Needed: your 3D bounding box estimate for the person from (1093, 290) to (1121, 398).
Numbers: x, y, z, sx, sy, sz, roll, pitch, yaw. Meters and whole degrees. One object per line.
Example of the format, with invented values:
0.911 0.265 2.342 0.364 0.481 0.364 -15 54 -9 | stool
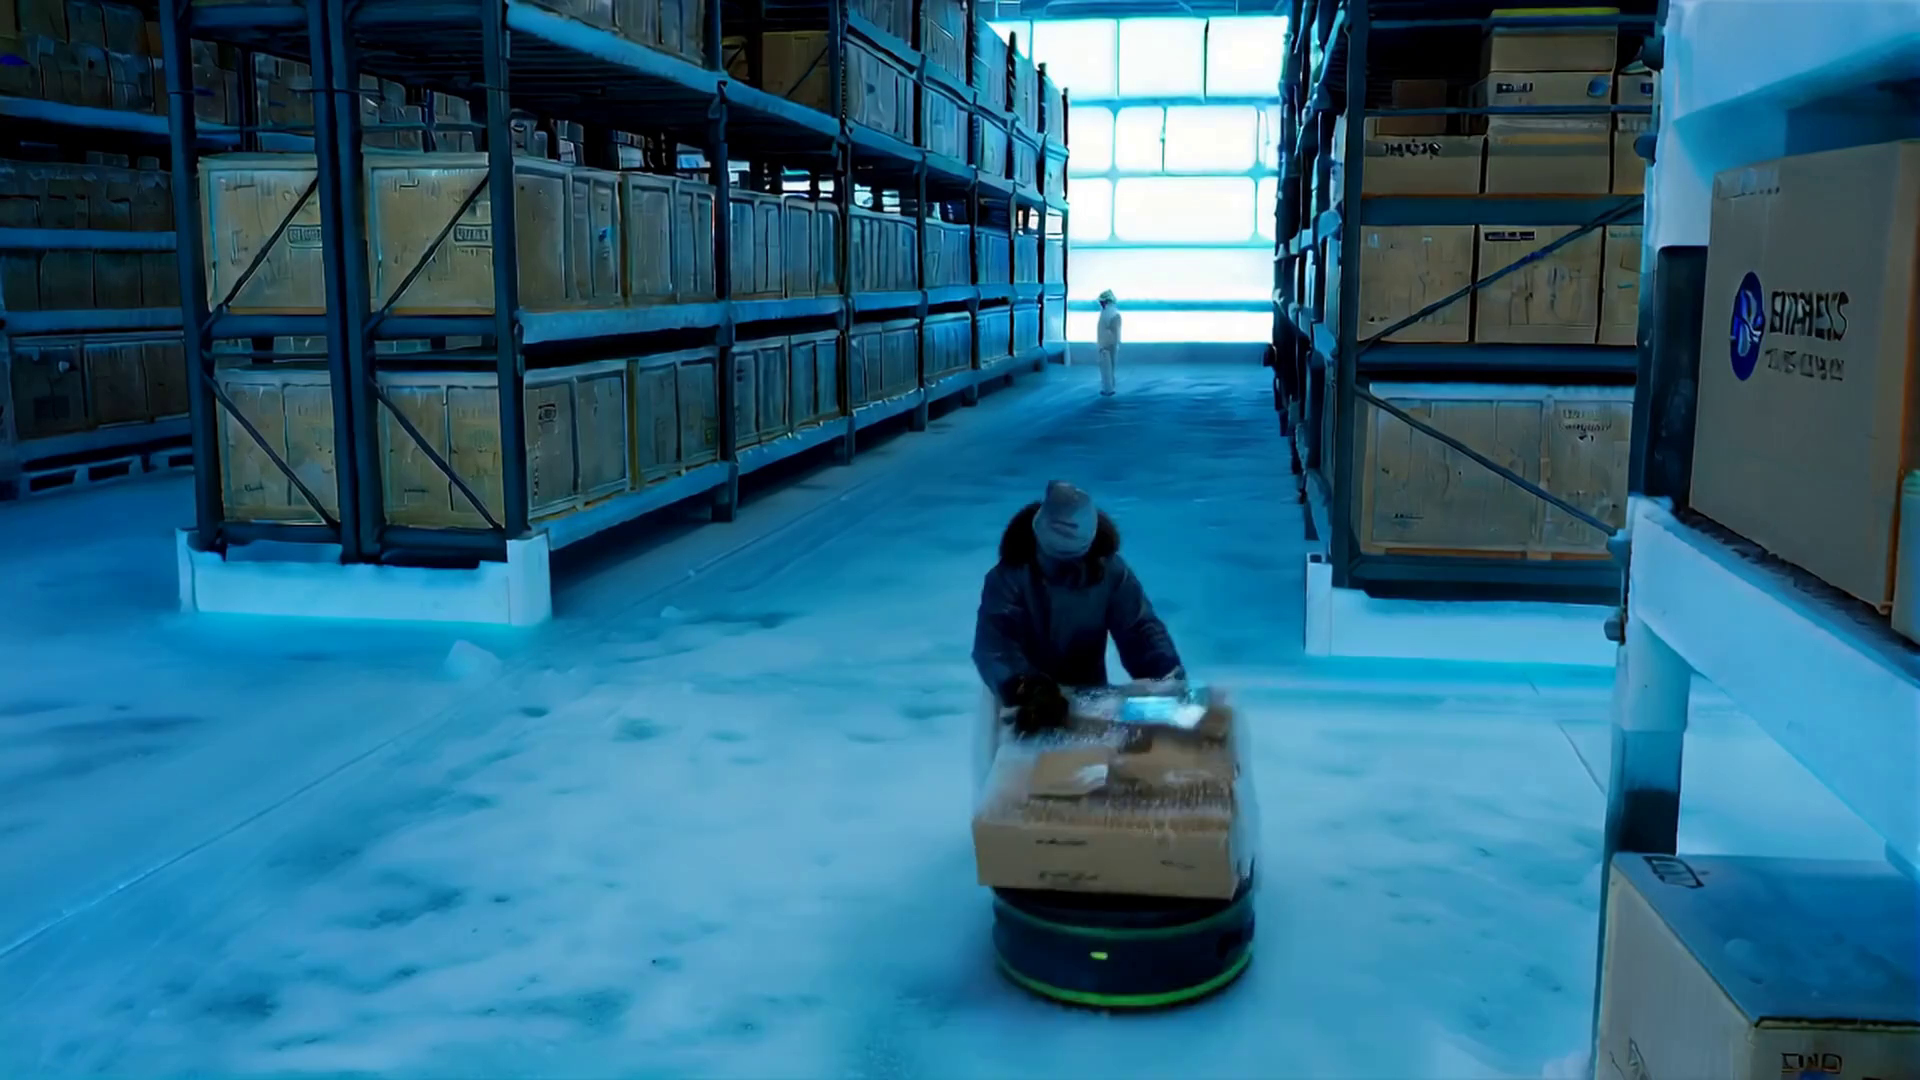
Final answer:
2.373 -3.155 26.784 0.311 1.741 0.494 -7 12 -38 | person
